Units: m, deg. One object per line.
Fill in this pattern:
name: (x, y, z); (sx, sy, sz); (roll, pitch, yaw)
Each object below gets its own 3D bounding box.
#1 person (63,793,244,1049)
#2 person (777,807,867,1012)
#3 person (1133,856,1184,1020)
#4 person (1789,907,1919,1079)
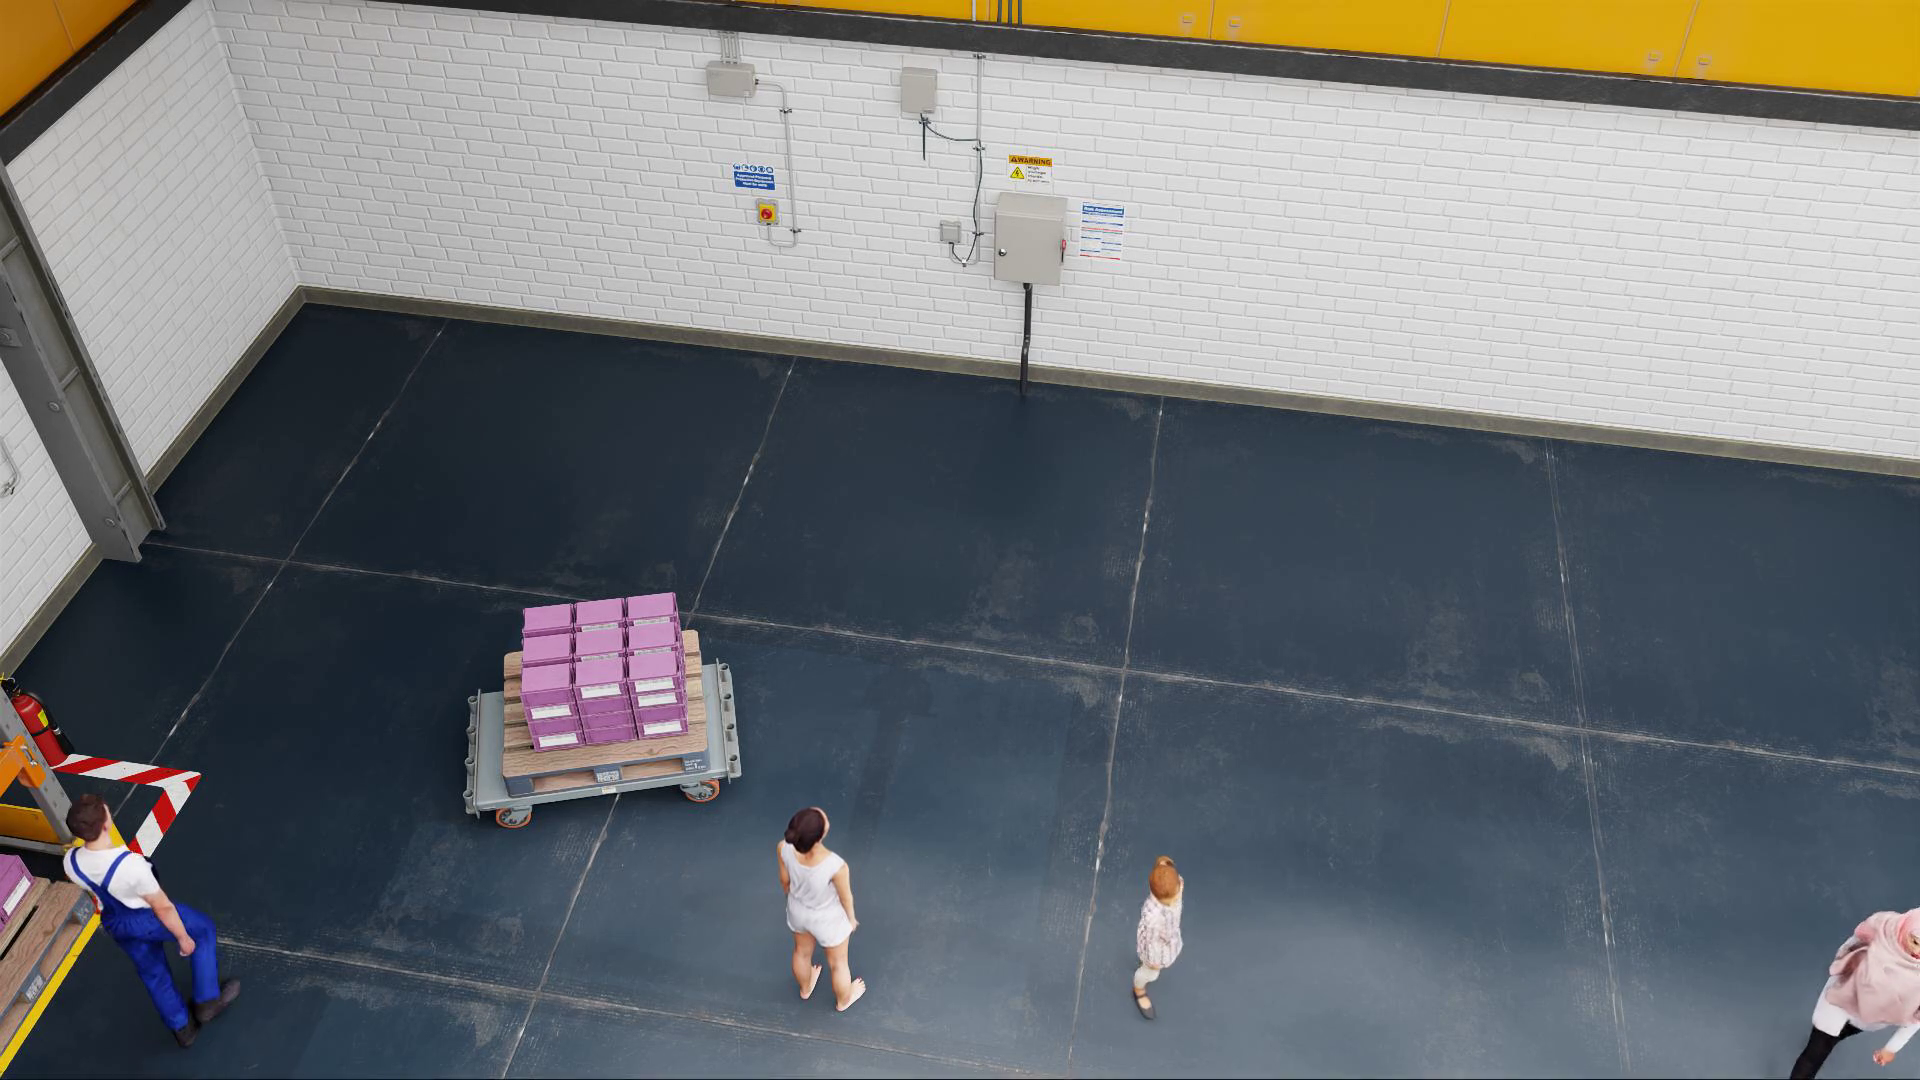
person: (-4.236, 2.047, 8.539); (0.657, 1.838, 0.679); (5, 44, 5)
person: (-0.756, 1.954, 8.804); (0.612, 1.607, 0.591); (16, 46, 17)
person: (1.056, 2.069, 8.913); (0.803, 1.290, 0.535); (12, 45, 12)
person: (4.578, 2.272, 8.375); (1.223, 1.739, 1.051); (-31, 52, -29)
